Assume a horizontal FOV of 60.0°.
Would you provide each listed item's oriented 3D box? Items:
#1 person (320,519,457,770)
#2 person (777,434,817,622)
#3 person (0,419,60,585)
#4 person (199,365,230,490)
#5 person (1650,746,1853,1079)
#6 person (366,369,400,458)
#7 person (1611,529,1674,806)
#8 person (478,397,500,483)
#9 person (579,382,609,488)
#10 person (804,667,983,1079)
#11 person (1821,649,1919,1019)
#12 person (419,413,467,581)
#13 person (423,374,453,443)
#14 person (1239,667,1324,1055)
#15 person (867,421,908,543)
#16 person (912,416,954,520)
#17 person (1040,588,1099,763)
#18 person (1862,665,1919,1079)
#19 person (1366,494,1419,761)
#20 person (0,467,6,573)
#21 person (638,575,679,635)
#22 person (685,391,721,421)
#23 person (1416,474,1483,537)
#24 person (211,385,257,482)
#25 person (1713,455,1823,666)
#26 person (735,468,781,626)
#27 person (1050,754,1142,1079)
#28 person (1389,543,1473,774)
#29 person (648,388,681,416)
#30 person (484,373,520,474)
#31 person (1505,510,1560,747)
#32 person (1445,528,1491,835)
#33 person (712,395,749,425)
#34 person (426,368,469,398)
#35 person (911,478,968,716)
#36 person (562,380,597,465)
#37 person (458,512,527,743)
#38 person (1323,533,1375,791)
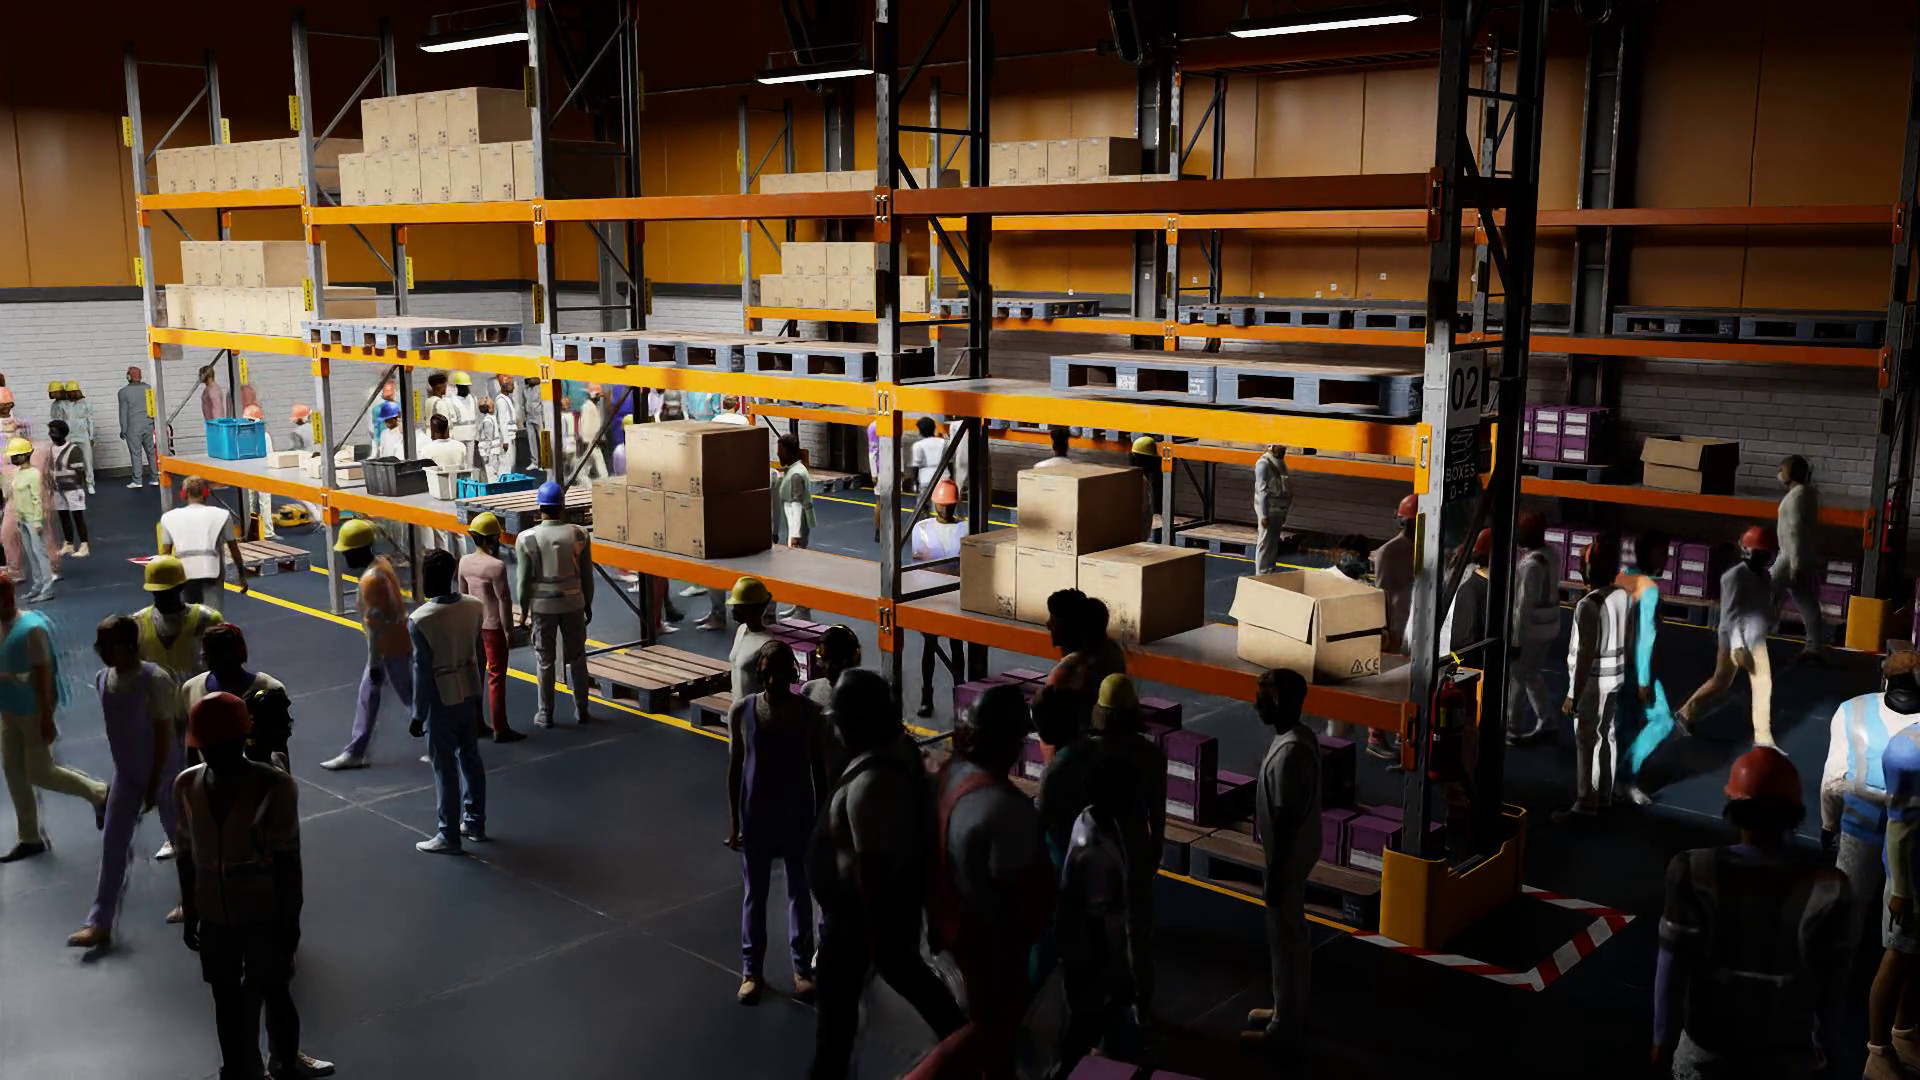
[{"bbox_3d":[-4.128,0.746,12.019,0.968,1.860,0.627,-3,11,-18],"label":"person"},{"bbox_3d":[-1.646,-0.120,16.756,0.401,1.908,0.598,-2,10,-11],"label":"person"},{"bbox_3d":[-10.418,-0.401,18.428,0.675,1.878,0.773,3,11,18],"label":"person"},{"bbox_3d":[-11.610,-1.751,25.891,0.374,1.936,0.628,-5,11,-25],"label":"person"},{"bbox_3d":[2.844,1.716,6.045,0.634,2.012,0.871,3,11,19],"label":"person"},{"bbox_3d":[-9.050,-1.774,26.234,0.652,1.862,0.998,-9,13,-41],"label":"person"},{"bbox_3d":[4.561,0.861,11.205,0.467,1.901,0.615,1,10,3],"label":"person"},{"bbox_3d":[-6.708,-1.219,23.711,0.310,1.642,0.514,-2,10,-10],"label":"person"},{"bbox_3d":[-5.476,-1.536,25.279,0.791,1.710,0.579,0,10,1],"label":"person"},{"bbox_3d":[-0.301,1.500,7.212,0.903,2.000,0.673,3,11,18],"label":"person"},{"bbox_3d":[4.564,1.433,8.156,0.634,1.841,0.429,5,11,26],"label":"person"},{"bbox_3d":[-5.768,-0.456,18.609,0.391,1.922,0.593,7,12,34],"label":"person"},{"bbox_3d":[-7.442,-1.403,23.832,0.368,1.967,0.603,-9,13,-42],"label":"person"},{"bbox_3d":[1.529,1.495,7.823,0.338,1.839,0.505,3,11,19],"label":"person"},{"bbox_3d":[-0.911,-0.904,21.149,0.391,1.923,0.548,9,14,42],"label":"person"},{"bbox_3d":[-0.326,-0.719,20.815,0.565,1.666,0.410,-3,10,-14],"label":"person"},{"bbox_3d":[0.608,1.224,8.980,0.362,1.963,0.613,5,11,26],"label":"person"},{"bbox_3d":[4.314,1.469,7.381,0.608,2.043,0.374,-7,12,-36],"label":"person"},{"bbox_3d":[3.297,0.638,12.265,0.610,1.985,0.411,-7,12,-33],"label":"person"},{"bbox_3d":[-10.966,-0.345,18.636,0.534,1.694,0.320,0,10,-3],"label":"person"},{"bbox_3d":[-2.978,-0.019,16.188,0.403,1.908,0.597,-6,12,-33],"label":"person"},{"bbox_3d":[-3.908,-1.679,25.177,0.605,2.045,0.377,4,11,23],"label":"person"},{"bbox_3d":[4.789,-0.047,16.373,0.651,1.899,0.397,4,11,20],"label":"person"},{"bbox_3d":[-11.461,-1.822,26.556,0.646,1.857,0.956,5,11,28],"label":"person"},{"bbox_3d":[7.437,0.172,15.115,0.970,1.893,0.661,7,12,36],"label":"person"},{"bbox_3d":[-2.043,-0.072,16.545,0.573,1.883,0.356,-8,13,-38],"label":"person"},{"bbox_3d":[0.576,1.704,7.063,0.367,1.675,0.569,2,10,9],"label":"person"},{"bbox_3d":[3.420,0.851,11.861,0.690,1.700,0.317,0,10,3],"label":"person"},{"bbox_3d":[-4.431,-1.548,24.704,0.615,1.947,0.388,1,10,7],"label":"person"},{"bbox_3d":[-7.621,-2.065,27.629,0.614,1.945,0.403,2,10,11],"label":"person"},{"bbox_3d":[4.242,0.681,12.447,0.476,1.853,0.632,7,12,35],"label":"person"},{"bbox_3d":[3.354,0.900,10.748,0.392,1.990,0.612,6,11,29],"label":"person"},{"bbox_3d":[-3.032,-1.017,22.031,0.560,1.836,0.394,5,11,25],"label":"person"},{"bbox_3d":[-8.879,-2.341,28.929,0.702,2.000,0.537,0,10,2],"label":"person"},{"bbox_3d":[-0.125,0.459,13.380,0.545,1.940,0.352,0,10,-1],"label":"person"},{"bbox_3d":[-6.580,-2.279,28.708,0.623,1.992,0.396,1,10,5],"label":"person"},{"bbox_3d":[-3.591,0.667,12.699,0.522,1.768,0.312,7,12,33],"label":"person"},{"bbox_3d":[2.660,0.858,11.444,0.465,1.824,0.660,10,14,44],"label":"person"}]
